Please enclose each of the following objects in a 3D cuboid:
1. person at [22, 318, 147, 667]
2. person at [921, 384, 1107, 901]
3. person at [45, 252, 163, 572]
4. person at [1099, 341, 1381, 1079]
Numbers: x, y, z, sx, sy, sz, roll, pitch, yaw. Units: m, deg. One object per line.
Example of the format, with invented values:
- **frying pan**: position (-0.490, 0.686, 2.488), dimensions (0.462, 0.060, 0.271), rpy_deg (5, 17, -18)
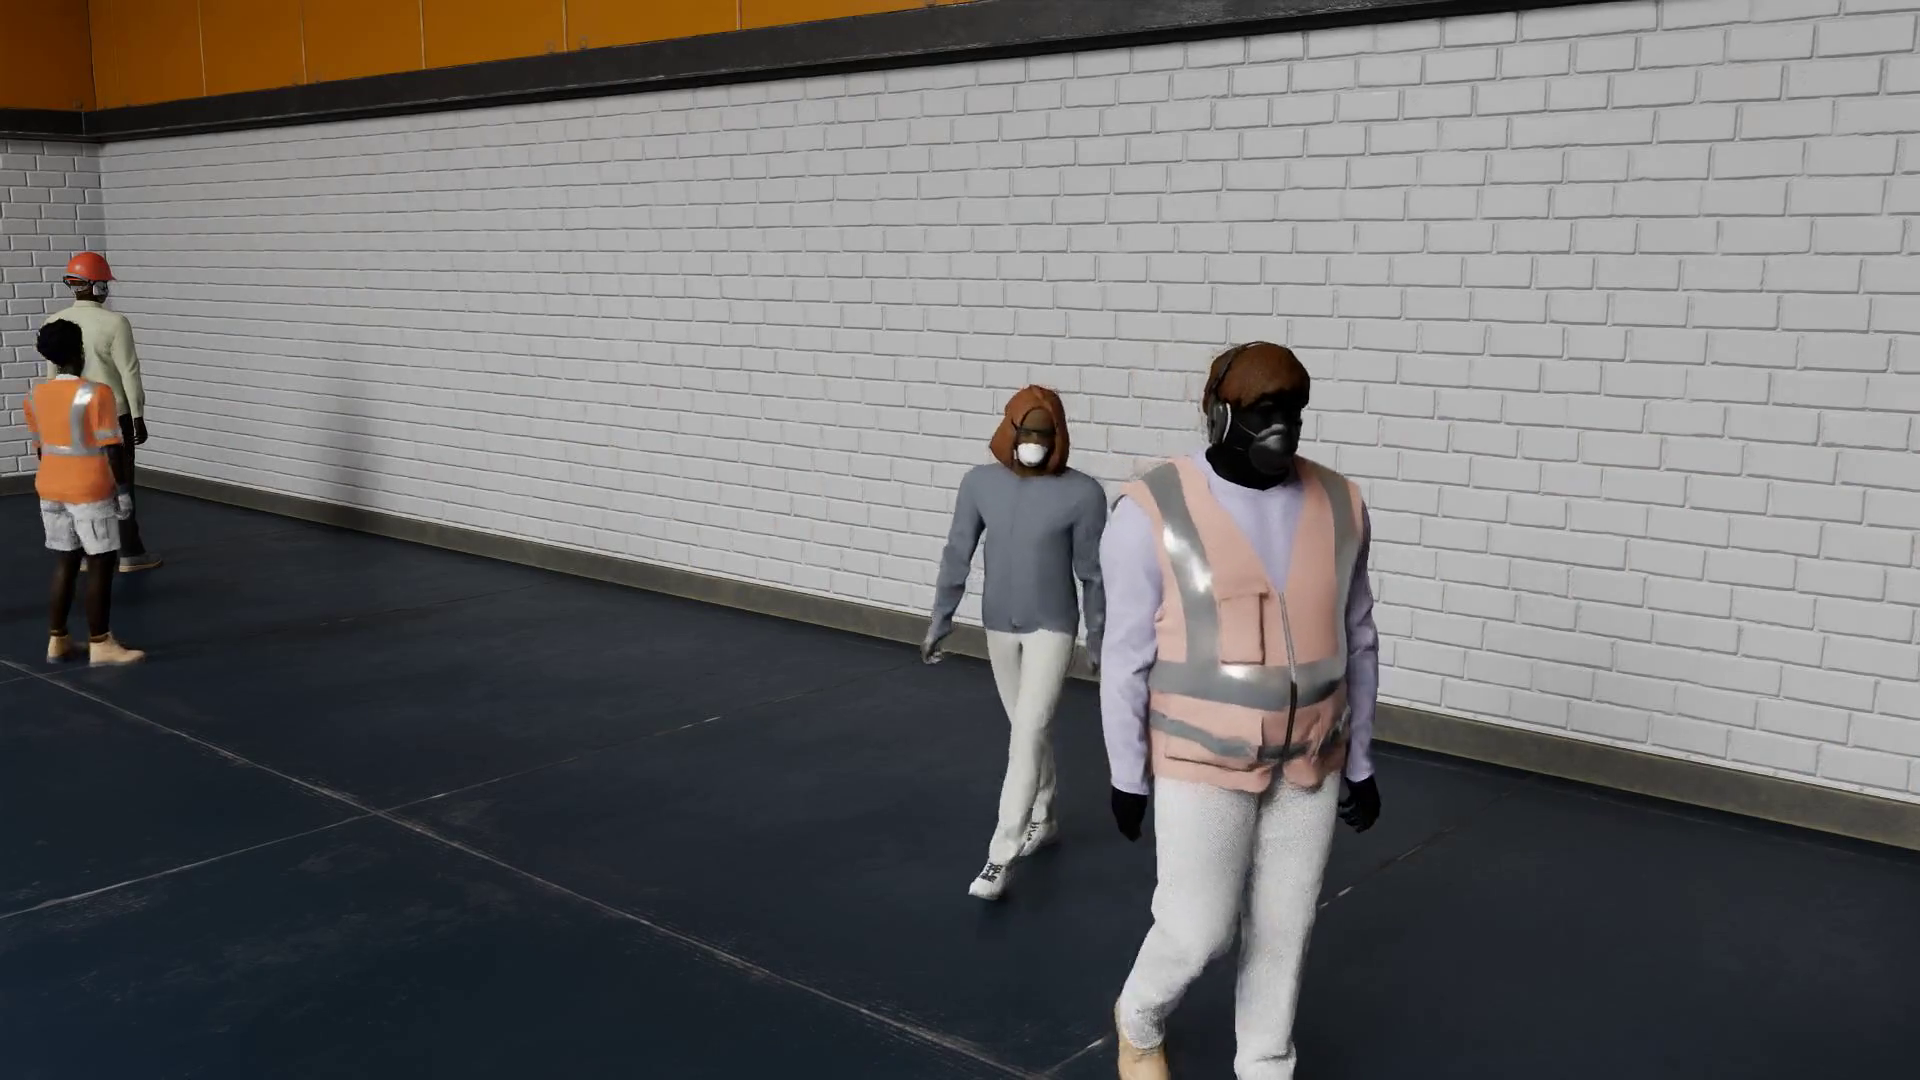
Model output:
- **person**: position (-4.241, -0.211, 8.011), dimensions (0.561, 1.686, 0.335), rpy_deg (5, 11, 25)
- **person**: position (0.164, 0.313, 5.252), dimensions (0.527, 1.591, 0.841), rpy_deg (6, 12, 30)
- **person**: position (-5.373, -0.789, 10.401), dimensions (0.611, 1.995, 0.375), rpy_deg (2, 10, 9)
- **person**: position (0.620, 0.474, 3.690), dimensions (0.633, 1.834, 0.479), rpy_deg (-3, 10, -17)
